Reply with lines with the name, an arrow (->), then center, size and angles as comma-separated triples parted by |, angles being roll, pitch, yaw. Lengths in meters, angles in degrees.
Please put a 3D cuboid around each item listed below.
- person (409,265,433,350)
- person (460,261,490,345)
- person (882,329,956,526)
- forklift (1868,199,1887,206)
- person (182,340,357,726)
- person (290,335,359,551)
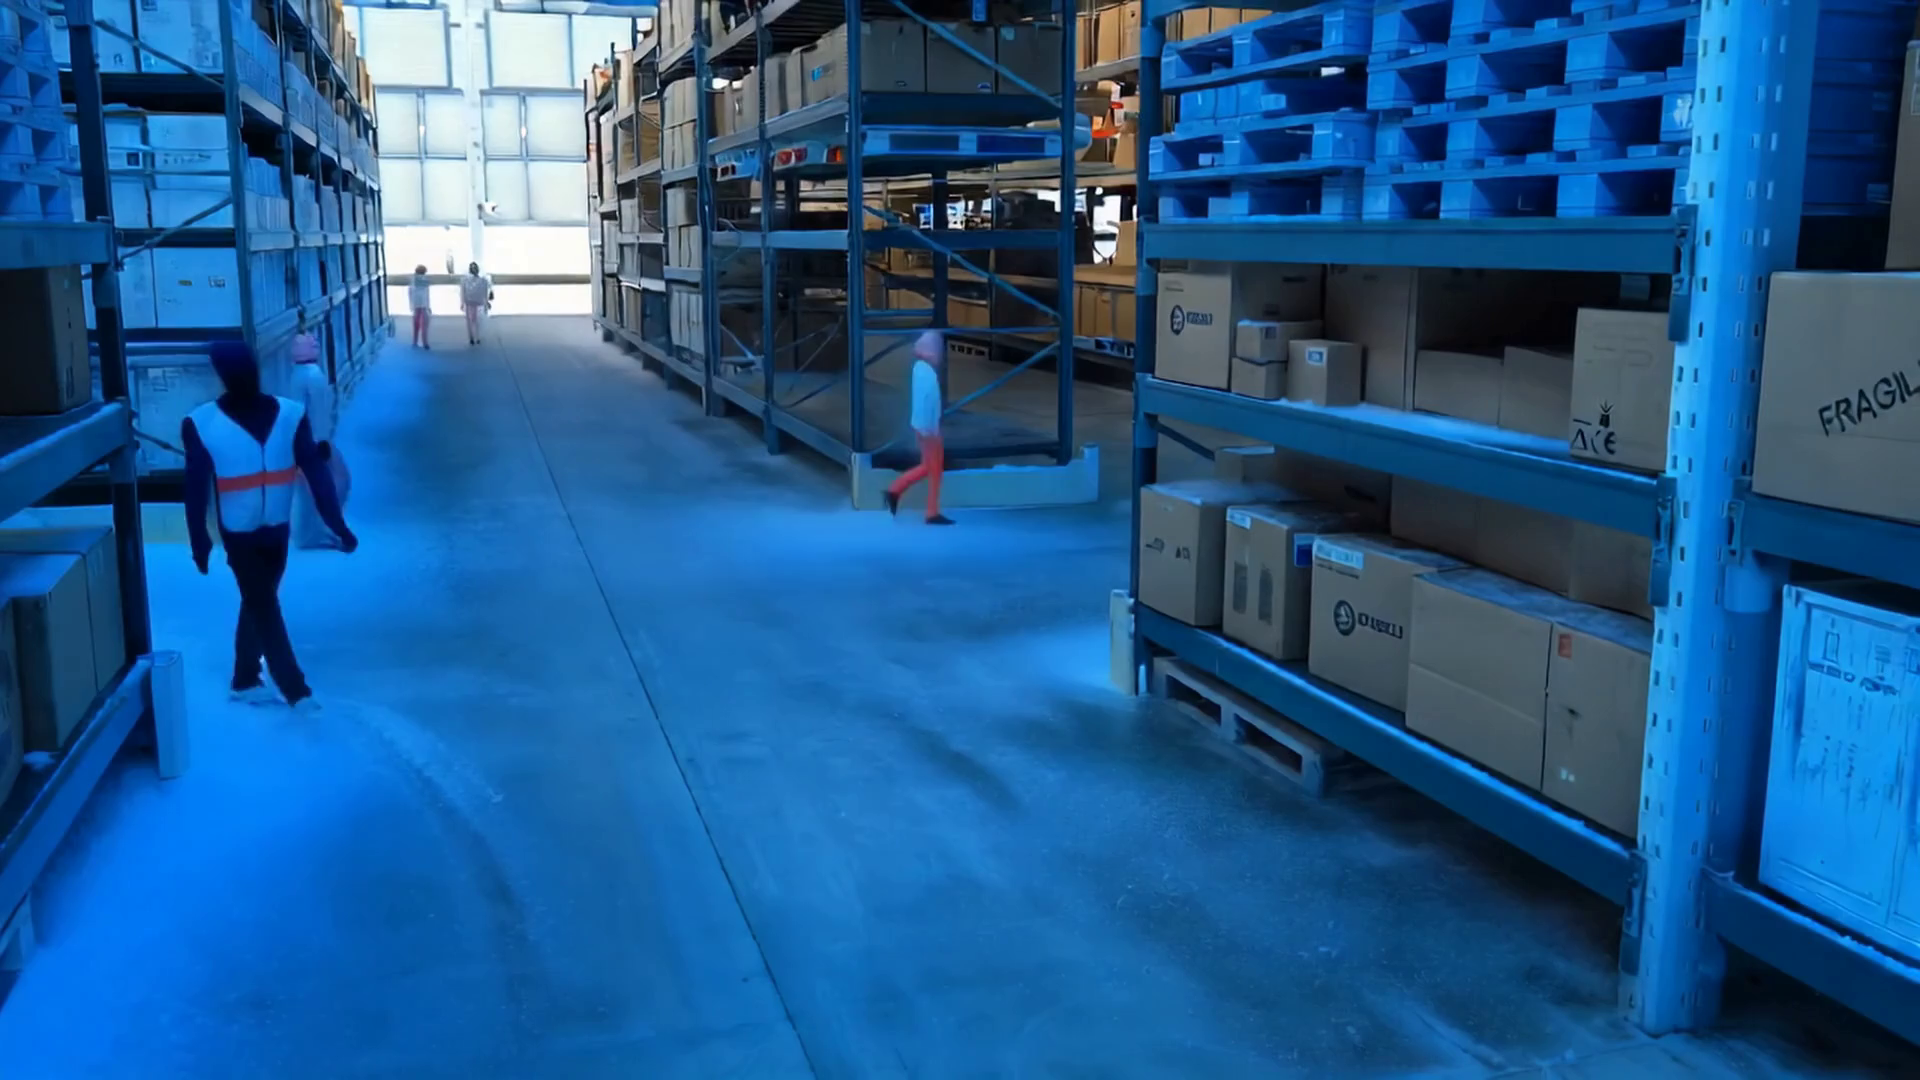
person -> -11.230, -4.848, 34.705 | 0.328, 1.767, 0.532 | 7, 13, 35
person -> -10.518, -5.124, 36.071 | 0.625, 1.814, 0.513 | -3, 11, -16
person -> -0.317, -0.903, 13.494 | 0.498, 1.613, 0.512 | -3, 11, -18
forklift -> 11.338, -2.915, 21.052 | 1.129, 2.768, 1.873 | -3, 11, -17
person -> -3.342, -0.030, 8.018 | 0.960, 1.852, 0.620 | 7, 13, 34
person -> -4.803, -0.730, 12.527 | 0.533, 1.608, 0.543 | -9, 14, -42
